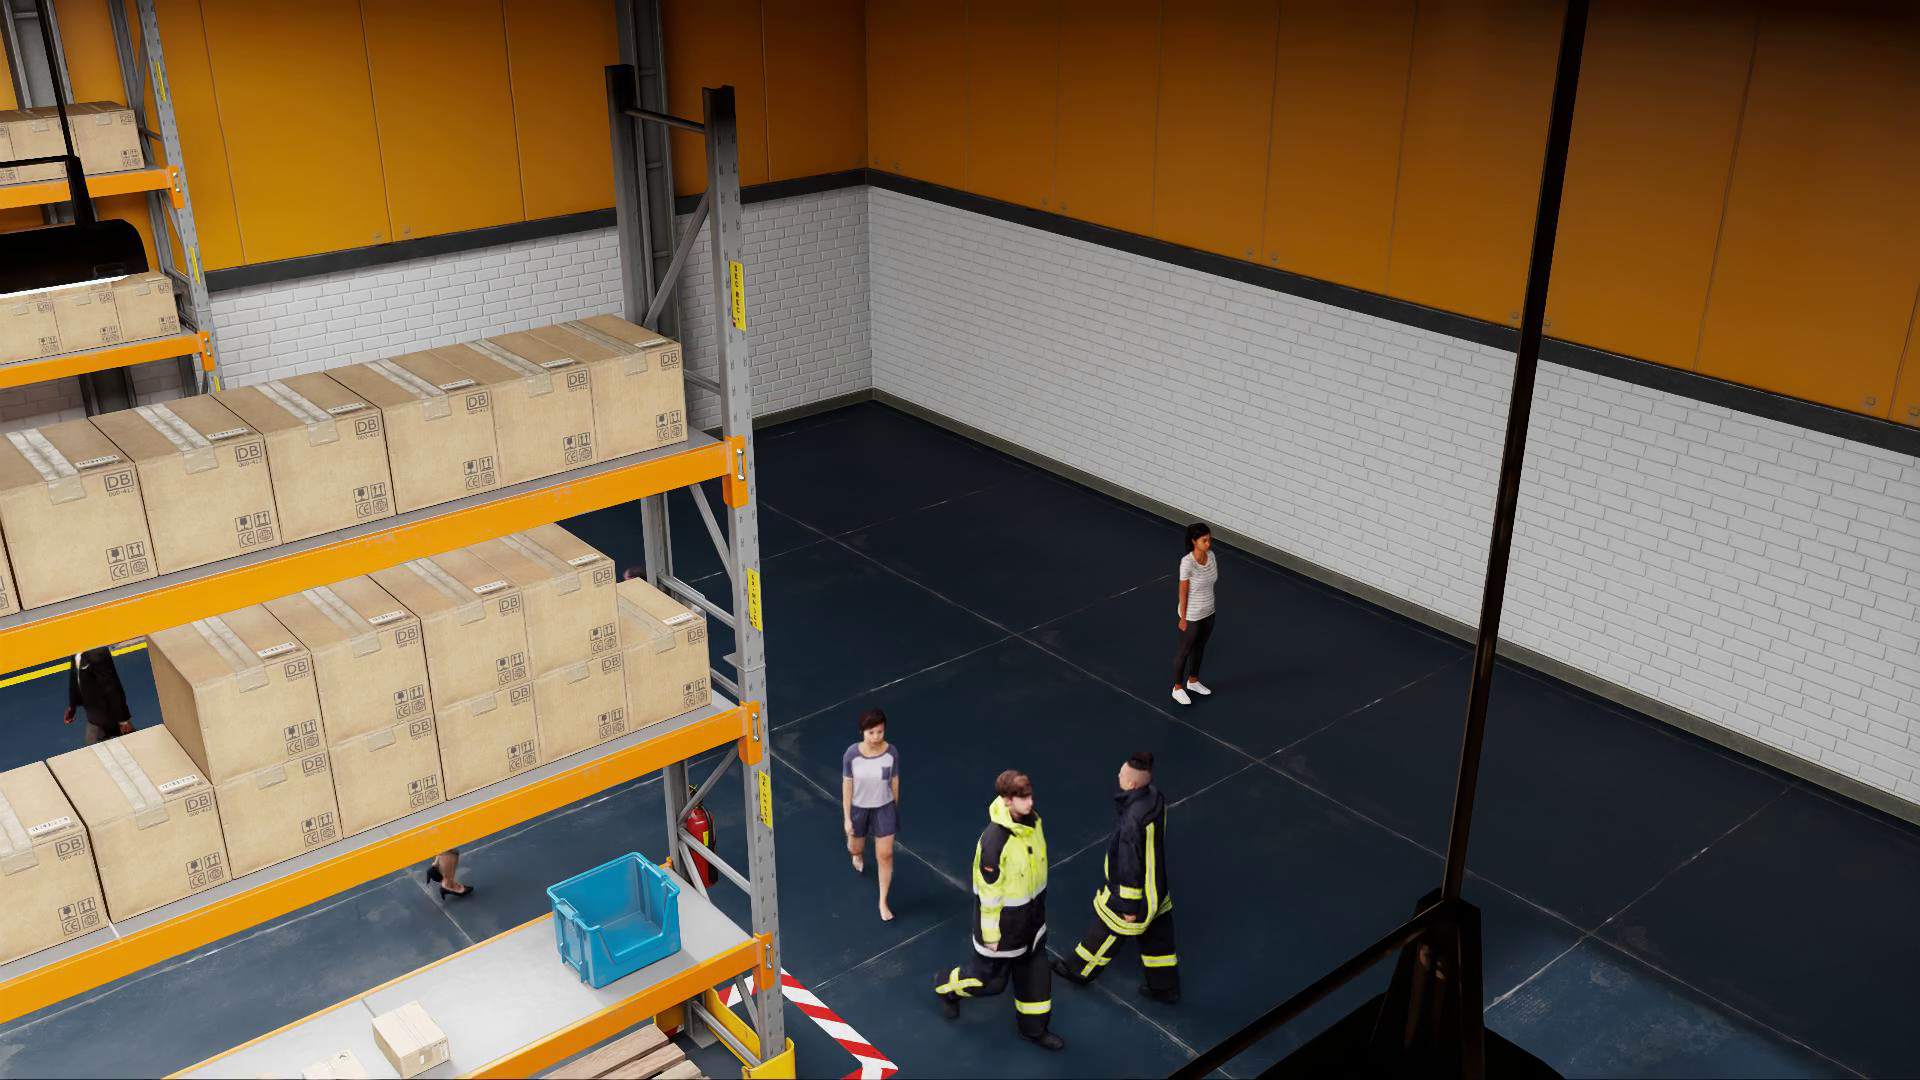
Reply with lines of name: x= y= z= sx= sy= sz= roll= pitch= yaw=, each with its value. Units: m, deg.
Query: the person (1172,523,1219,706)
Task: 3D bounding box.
person: x=2.037 y=0.614 z=14.373 sx=0.456 sy=1.646 sz=0.624 roll=-19 pitch=30 yaw=-37

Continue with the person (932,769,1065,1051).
person: x=0.233 y=2.254 z=10.237 sx=1.036 sy=1.954 sz=1.160 roll=15 pitch=28 yaw=30

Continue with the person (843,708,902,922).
person: x=-0.640 y=1.852 z=11.673 sx=0.956 sy=1.542 sz=0.926 roll=-3 pitch=24 yaw=-7

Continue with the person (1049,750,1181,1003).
person: x=1.190 y=2.186 z=10.550 sx=1.109 sy=1.829 sz=1.174 roll=11 pitch=26 yaw=24
